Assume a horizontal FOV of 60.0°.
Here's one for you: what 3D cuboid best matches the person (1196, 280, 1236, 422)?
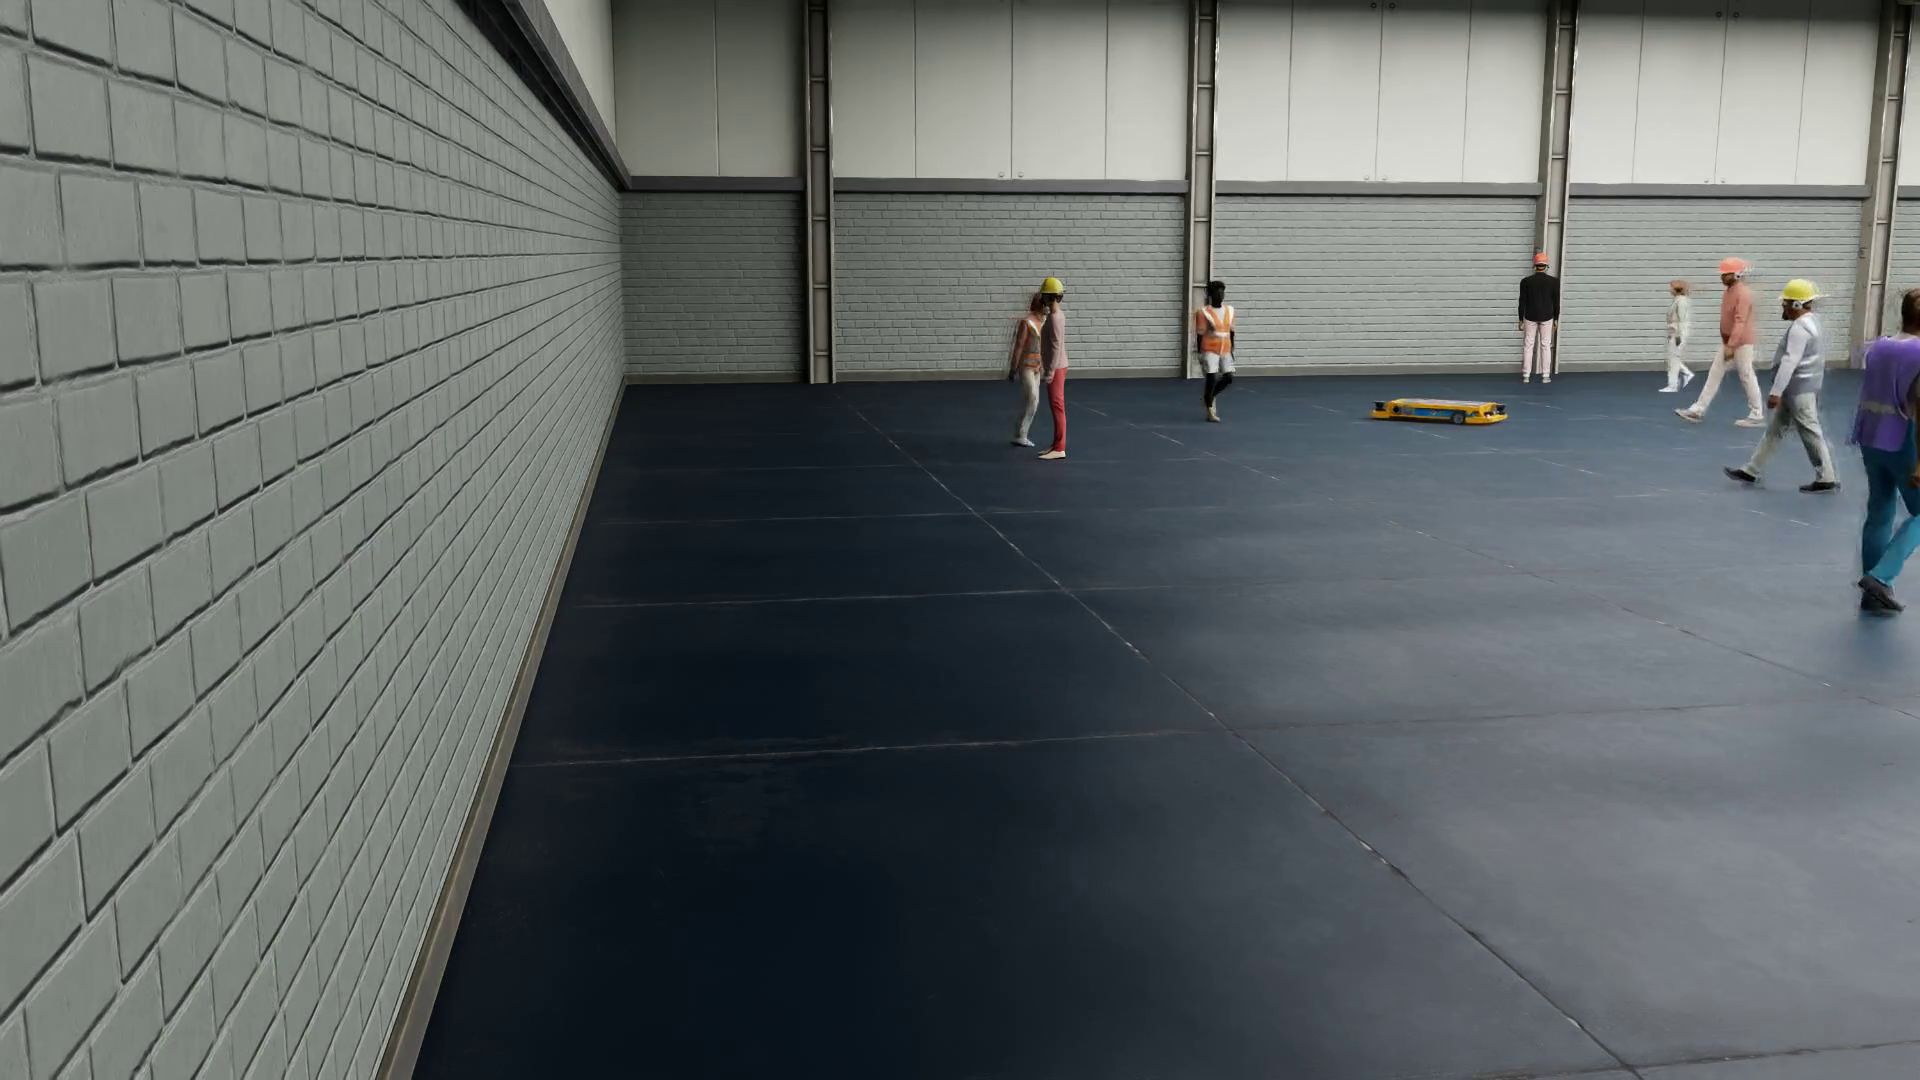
[{"bbox_3d":[3.021,-2.249,19.805,0.548,1.678,0.430,-5,11,-25],"label":"person"}]

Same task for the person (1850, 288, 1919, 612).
[{"bbox_3d":[5.260,-0.492,9.314,0.457,1.824,0.561,-2,10,-11],"label":"person"}]

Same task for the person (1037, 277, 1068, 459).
[{"bbox_3d":[0.898,-1.668,16.236,0.315,1.770,0.524,1,10,5],"label":"person"}]

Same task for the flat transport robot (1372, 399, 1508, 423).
[{"bbox_3d":[5.728,-1.549,19.854,1.431,0.197,0.652,6,12,33],"label":"flat transport robot"}]

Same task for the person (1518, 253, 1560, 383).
[{"bbox_3d":[8.928,-3.421,25.663,0.613,1.997,0.374,3,10,17],"label":"person"}]

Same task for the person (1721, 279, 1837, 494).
[{"bbox_3d":[6.987,-1.289,14.004,0.932,1.783,0.635,6,12,32],"label":"person"}]

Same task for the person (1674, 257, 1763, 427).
[{"bbox_3d":[8.837,-2.269,19.180,1.012,1.939,0.658,0,10,2],"label":"person"}]

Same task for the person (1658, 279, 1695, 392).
[{"bbox_3d":[10.311,-2.923,23.865,0.425,1.623,0.532,3,10,14],"label":"person"}]

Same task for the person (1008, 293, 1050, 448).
[{"bbox_3d":[0.723,-1.748,17.131,0.487,1.606,0.531,6,11,30],"label":"person"}]
